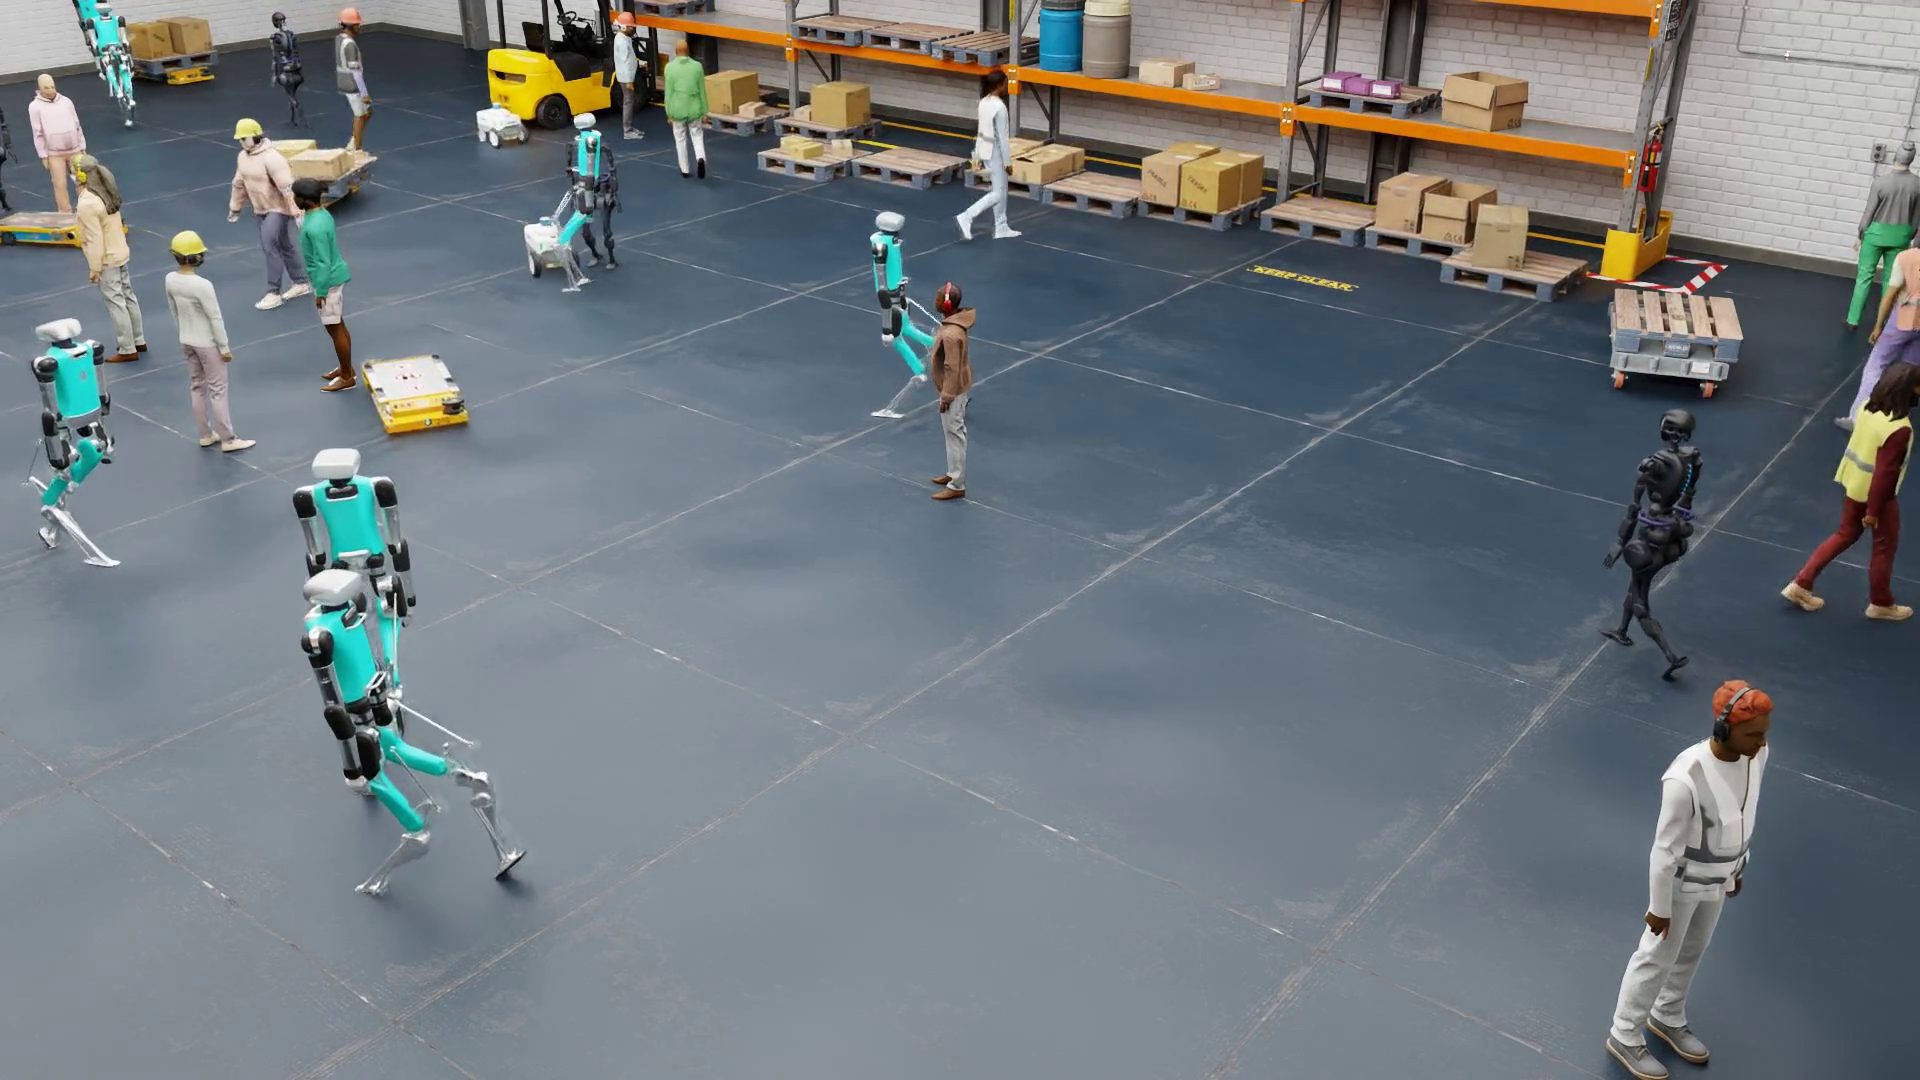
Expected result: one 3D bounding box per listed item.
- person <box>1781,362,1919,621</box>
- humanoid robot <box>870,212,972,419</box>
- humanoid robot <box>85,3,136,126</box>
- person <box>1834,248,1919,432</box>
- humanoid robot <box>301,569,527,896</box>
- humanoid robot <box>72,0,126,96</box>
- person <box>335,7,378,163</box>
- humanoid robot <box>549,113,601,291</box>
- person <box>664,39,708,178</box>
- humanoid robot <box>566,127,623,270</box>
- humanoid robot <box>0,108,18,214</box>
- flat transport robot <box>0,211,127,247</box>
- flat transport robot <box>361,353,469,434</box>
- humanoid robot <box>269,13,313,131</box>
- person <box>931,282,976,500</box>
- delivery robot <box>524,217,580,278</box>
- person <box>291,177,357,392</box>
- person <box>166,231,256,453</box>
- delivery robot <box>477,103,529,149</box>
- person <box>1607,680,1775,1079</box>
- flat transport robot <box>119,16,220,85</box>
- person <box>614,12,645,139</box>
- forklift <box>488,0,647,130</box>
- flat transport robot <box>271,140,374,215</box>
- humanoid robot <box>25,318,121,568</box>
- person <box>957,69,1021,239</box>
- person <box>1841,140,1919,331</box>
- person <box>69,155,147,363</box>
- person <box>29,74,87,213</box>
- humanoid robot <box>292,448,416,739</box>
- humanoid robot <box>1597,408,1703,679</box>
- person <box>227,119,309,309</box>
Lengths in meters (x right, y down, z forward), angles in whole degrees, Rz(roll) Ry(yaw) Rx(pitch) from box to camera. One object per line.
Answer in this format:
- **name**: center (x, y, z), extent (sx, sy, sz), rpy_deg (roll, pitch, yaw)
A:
- **person**: center (5.763, -0.303, 10.495), extent (0.785, 1.744, 0.473), rpy_deg (0, 26, -1)
- **humanoid robot**: center (-0.254, -1.787, 13.596), extent (0.937, 1.772, 0.534), rpy_deg (4, 26, 9)
- **humanoid robot**: center (-12.061, -6.743, 23.878), extent (0.542, 1.802, 0.784), rpy_deg (-20, 32, -36)
- **person**: center (7.619, -1.699, 13.321), extent (0.651, 1.802, 0.429), rpy_deg (3, 26, 6)
- **humanoid robot**: center (-2.527, 0.963, 7.938), extent (0.988, 1.769, 0.566), rpy_deg (0, 26, 1)
- **humanoid robot**: center (-13.392, -7.807, 26.126), extent (0.544, 1.865, 0.687), rpy_deg (2, 26, 4)
- **person**: center (-7.965, -5.976, 21.933), extent (0.448, 2.018, 0.652), rpy_deg (-16, 30, -29)
- **humanoid robot**: center (-3.991, -3.427, 16.966), extent (0.780, 1.777, 0.540), rpy_deg (-8, 27, -15)
- **person**: center (-3.471, -5.457, 21.156), extent (0.545, 1.760, 0.609), rpy_deg (-8, 27, -16)
- **humanoid robot**: center (-3.837, -3.667, 17.559), extent (0.601, 1.646, 0.382), rpy_deg (5, 26, 9)
- **humanoid robot**: center (-11.450, -4.600, 19.535), extent (0.615, 1.630, 0.600), rpy_deg (-13, 29, -25)
- **flat transport robot**: center (-10.303, -3.519, 18.858), extent (1.431, 0.231, 0.659), rpy_deg (4, 26, 8)
- **flat transport robot**: center (-4.674, -1.270, 14.201), extent (0.659, 0.231, 1.431), rpy_deg (-12, 28, -23)
- **humanoid robot**: center (-9.712, -6.730, 23.911), extent (0.641, 1.637, 0.590), rpy_deg (8, 27, 17)
- **person**: center (-0.054, -1.098, 12.251), extent (0.337, 1.651, 0.454), rpy_deg (1, 26, 3)
- **delivery robot**: center (-4.395, -3.141, 17.739), extent (0.499, 0.587, 0.769), rpy_deg (-12, 28, -24)
- **person**: center (-5.448, -2.202, 14.315), extent (0.396, 1.849, 0.494), rpy_deg (-7, 27, -13)
- **person**: center (-5.926, -1.553, 13.064), extent (0.531, 1.766, 0.323), rpy_deg (14, 29, 26)
- **delivery robot**: center (-6.427, -5.803, 23.250), extent (0.499, 0.586, 0.760), rpy_deg (-23, 34, -39)
- **person**: center (3.018, 1.397, 6.837), extent (0.565, 1.878, 0.353), rpy_deg (-17, 30, -31)
- **flat transport robot**: center (-13.134, -7.772, 27.665), extent (1.431, 0.231, 0.659), rpy_deg (16, 30, 30)
- **person**: center (-4.665, -6.535, 23.417), extent (0.351, 1.737, 0.572), rpy_deg (-6, 26, -11)
- **forklift**: center (-5.874, -7.334, 24.552), extent (1.214, 2.155, 2.313), rpy_deg (19, 32, 34)
- **flat transport robot**: center (-7.916, -4.221, 20.313), extent (0.659, 0.231, 1.431), rpy_deg (2, 26, 4)
- **humanoid robot**: center (-6.140, -0.625, 11.261), extent (0.847, 1.844, 0.560), rpy_deg (8, 27, 16)
- **person**: center (0.334, -4.275, 18.551), extent (0.724, 1.900, 0.591), rpy_deg (-7, 27, -15)
- **person**: center (8.745, -2.870, 15.710), extent (0.510, 1.838, 0.341), rpy_deg (5, 26, 11)
- **person**: center (-7.651, -2.531, 14.967), extent (0.414, 1.877, 0.552), rpy_deg (-2, 26, -3)
- **person**: center (-10.257, -4.423, 19.002), extent (0.414, 1.776, 0.532), rpy_deg (23, 34, 39)
- **humanoid robot**: center (-3.215, 0.480, 8.926), extent (0.558, 1.795, 0.934), rpy_deg (-6, 26, -12)
- **humanoid robot**: center (4.240, 0.002, 9.996), extent (0.583, 1.642, 0.723), rpy_deg (-14, 29, -26)
- **person**: center (-6.897, -3.225, 16.444), extent (0.767, 1.829, 0.831), rpy_deg (16, 30, 30)
